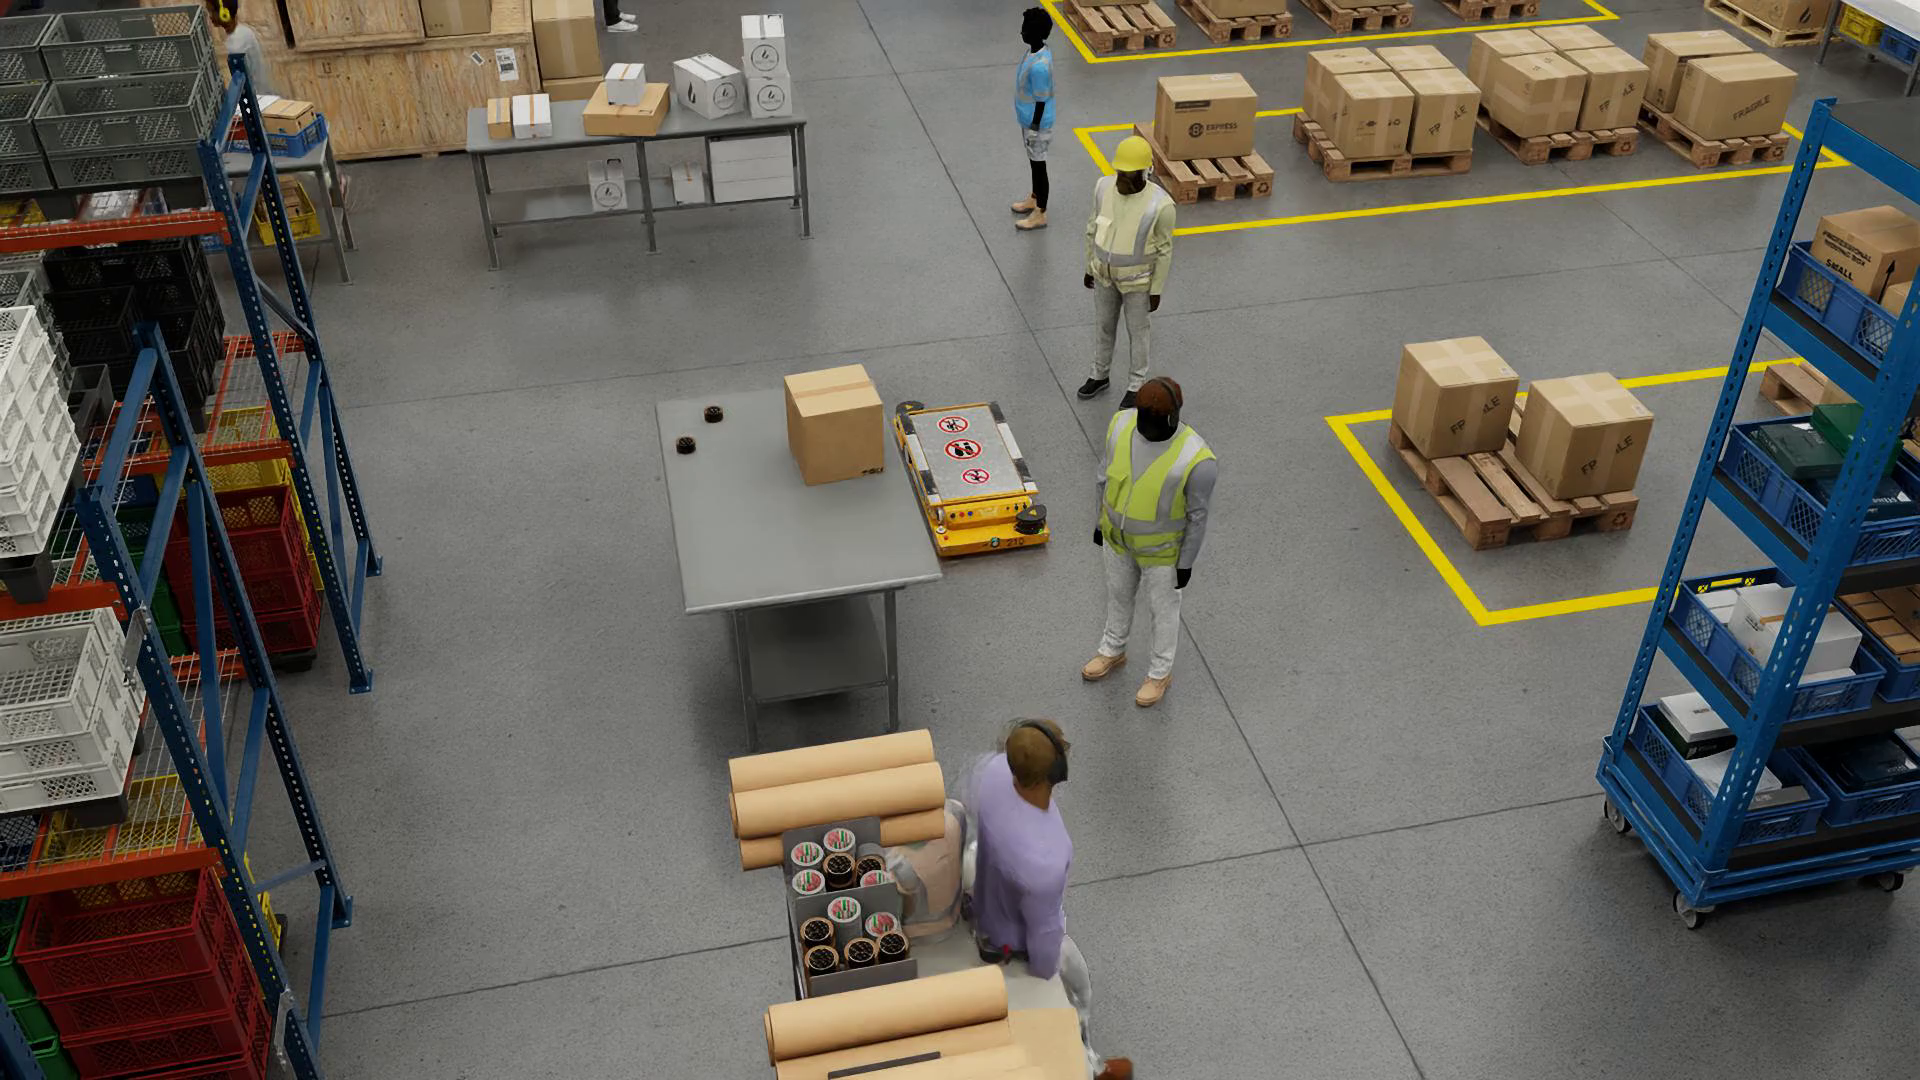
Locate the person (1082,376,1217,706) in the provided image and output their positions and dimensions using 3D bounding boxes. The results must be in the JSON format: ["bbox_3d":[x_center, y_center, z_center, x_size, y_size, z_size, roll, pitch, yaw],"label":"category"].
[{"bbox_3d":[0.912,0.002,8.222,0.627,1.844,0.429,26,44,30],"label":"person"}]

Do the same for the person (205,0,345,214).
[{"bbox_3d":[-5.262,-3.287,12.642,0.766,1.846,0.529,-14,39,-18],"label":"person"}]

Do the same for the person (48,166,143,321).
[{"bbox_3d":[-5.620,-1.921,10.798,0.813,1.851,0.603,13,39,17],"label":"person"}]

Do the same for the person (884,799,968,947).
[{"bbox_3d":[-0.137,1.507,6.375,0.322,1.630,0.517,24,43,29],"label":"person"}]

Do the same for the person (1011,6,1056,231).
[{"bbox_3d":[0.564,-3.203,12.649,0.318,1.697,0.535,-2,37,-2],"label":"person"}]

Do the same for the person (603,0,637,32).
[{"bbox_3d":[-3.416,-5.908,16.111,0.390,1.911,0.592,-9,38,-12],"label":"person"}]

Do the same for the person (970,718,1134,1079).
[{"bbox_3d":[0.190,1.428,6.271,0.947,1.890,0.643,-8,37,-11],"label":"person"}]

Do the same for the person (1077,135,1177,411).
[{"bbox_3d":[1.030,-1.677,10.483,0.590,1.836,0.404,22,42,27],"label":"person"}]

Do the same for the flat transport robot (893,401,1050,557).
[{"bbox_3d":[0.046,-0.430,10.108,0.652,0.197,1.431,-8,37,-10],"label":"flat transport robot"}]
